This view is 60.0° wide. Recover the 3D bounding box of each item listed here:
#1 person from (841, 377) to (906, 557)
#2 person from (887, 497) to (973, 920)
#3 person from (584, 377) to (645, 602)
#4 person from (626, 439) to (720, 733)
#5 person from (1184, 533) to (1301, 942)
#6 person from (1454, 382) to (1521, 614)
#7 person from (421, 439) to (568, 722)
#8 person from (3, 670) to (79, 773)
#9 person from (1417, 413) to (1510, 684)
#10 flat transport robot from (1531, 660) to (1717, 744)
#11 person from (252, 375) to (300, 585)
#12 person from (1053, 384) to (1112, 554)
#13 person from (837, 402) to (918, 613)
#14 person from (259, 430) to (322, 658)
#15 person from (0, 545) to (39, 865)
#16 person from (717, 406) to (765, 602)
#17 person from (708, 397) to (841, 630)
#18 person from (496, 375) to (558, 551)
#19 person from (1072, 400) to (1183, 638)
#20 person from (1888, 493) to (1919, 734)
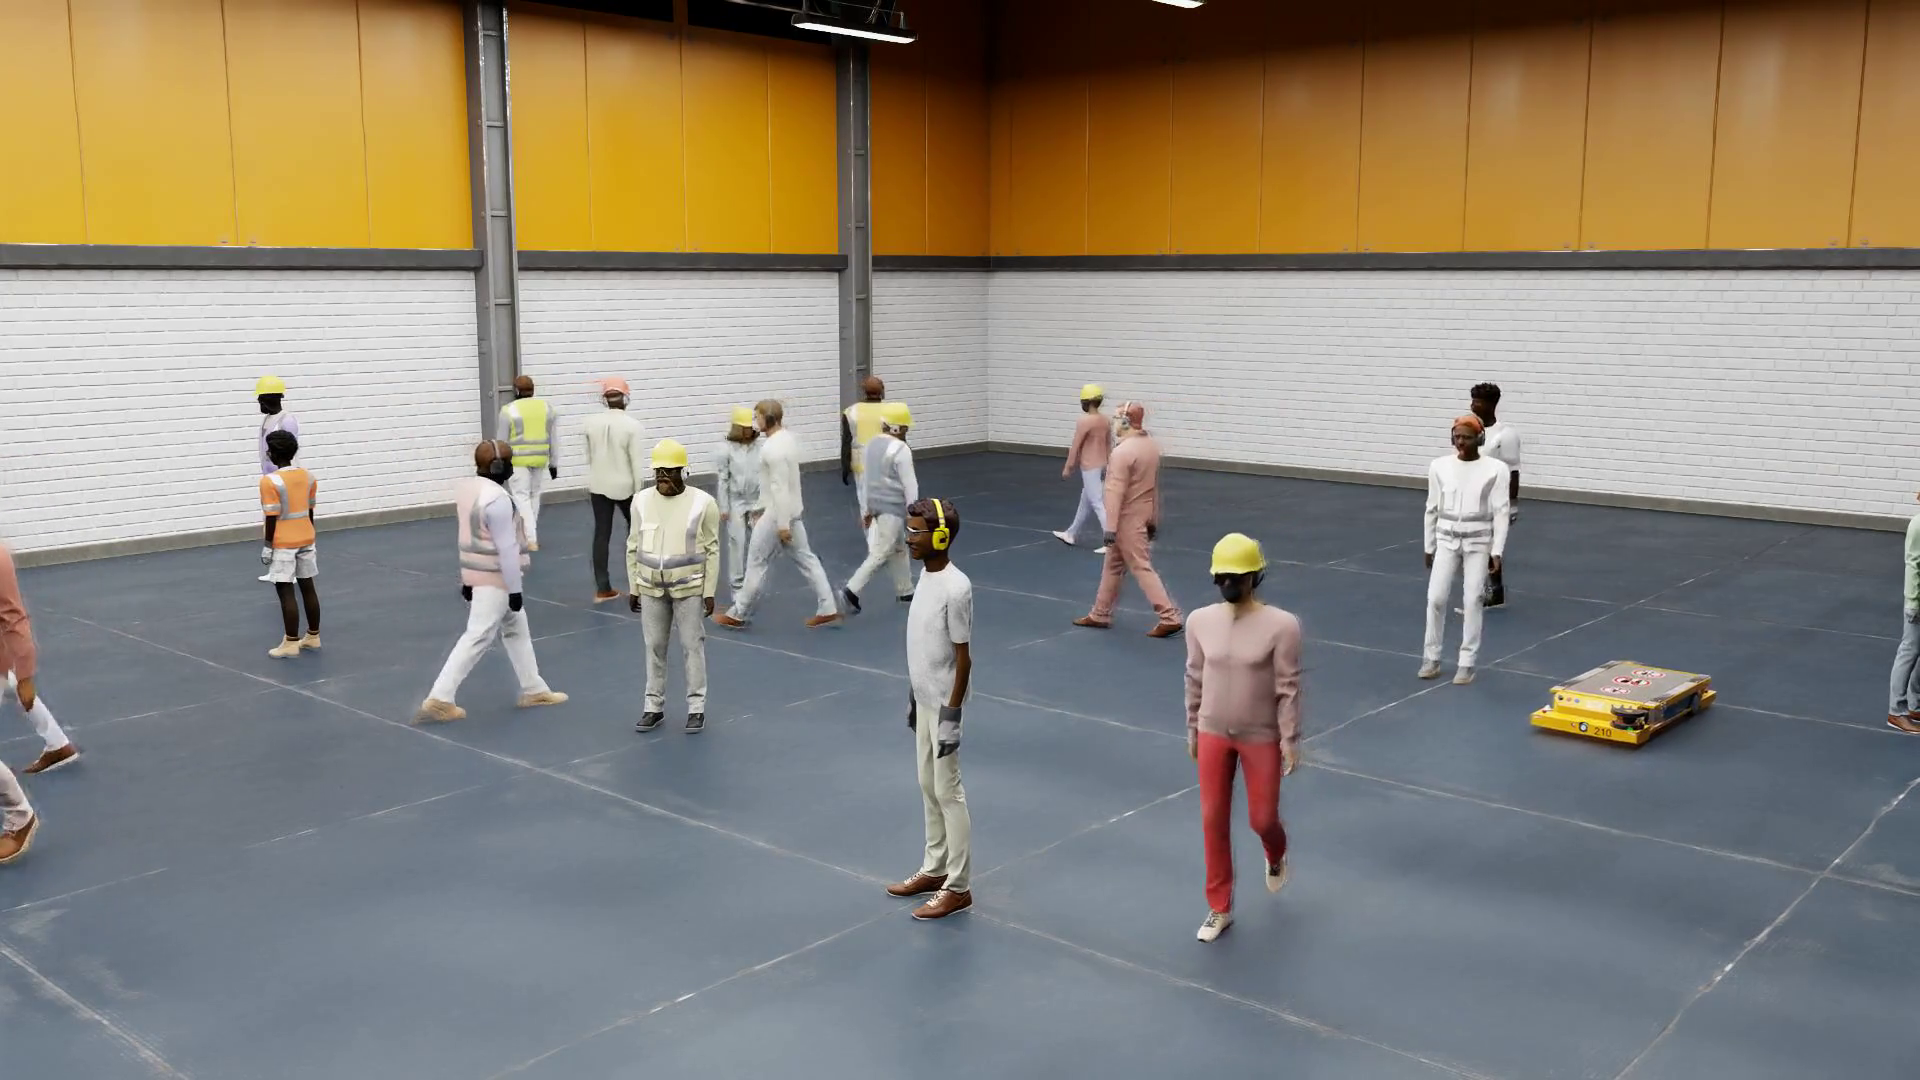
[{"bbox_3d":[-0.839,-0.741,16.842,0.651,1.800,0.934,2,9,9],"label":"person"},{"bbox_3d":[-0.118,0.735,7.377,0.328,1.872,0.513,-4,10,-22],"label":"person"},{"bbox_3d":[-2.982,-0.462,14.692,0.602,1.939,0.958,2,9,14],"label":"person"},{"bbox_3d":[-1.787,0.286,10.310,0.588,1.833,0.404,1,9,7],"label":"person"},{"bbox_3d":[1.232,0.820,7.197,0.523,1.754,0.582,4,10,26],"label":"person"},{"bbox_3d":[4.350,-0.346,13.947,0.743,1.940,0.613,-2,9,-14],"label":"person"},{"bbox_3d":[-3.036,0.257,10.658,0.963,1.807,0.641,-5,11,-31],"label":"person"},{"bbox_3d":[-5.496,0.475,9.200,1.032,1.816,0.499,-4,10,-23],"label":"person"},{"bbox_3d":[3.503,0.065,11.565,0.600,1.880,0.435,6,11,31],"label":"person"},{"bbox_3d":[4.269,1.013,10.635,0.652,0.197,1.431,8,12,41],"label":"flat transport robot"},{"bbox_3d":[-6.254,-0.549,15.262,0.367,1.927,0.590,-9,13,-44],"label":"person"},{"bbox_3d":[1.293,-0.726,17.031,0.903,1.721,0.527,7,11,36],"label":"person"},{"bbox_3d":[-0.654,-0.278,14.027,0.911,1.790,0.582,-6,11,-32],"label":"person"},{"bbox_3d":[-4.990,0.026,12.366,0.316,1.697,0.542,3,9,18],"label":"person"},{"bbox_3d":[-4.672,0.629,7.724,0.664,1.970,0.479,1,9,5],"label":"person"},{"bbox_3d":[-1.847,-0.298,14.330,0.521,1.720,0.426,-6,11,-35],"label":"person"},{"bbox_3d":[-1.451,-0.192,13.211,1.066,1.886,0.643,1,9,6],"label":"person"},{"bbox_3d":[-4.506,-0.791,17.199,0.550,1.834,0.654,9,13,44],"label":"person"},{"bbox_3d":[1.350,-0.167,13.087,0.971,1.866,0.654,4,10,26],"label":"person"},{"bbox_3d":[6.040,0.379,10.353,0.507,1.632,0.268,-6,11,-32],"label":"person"}]
